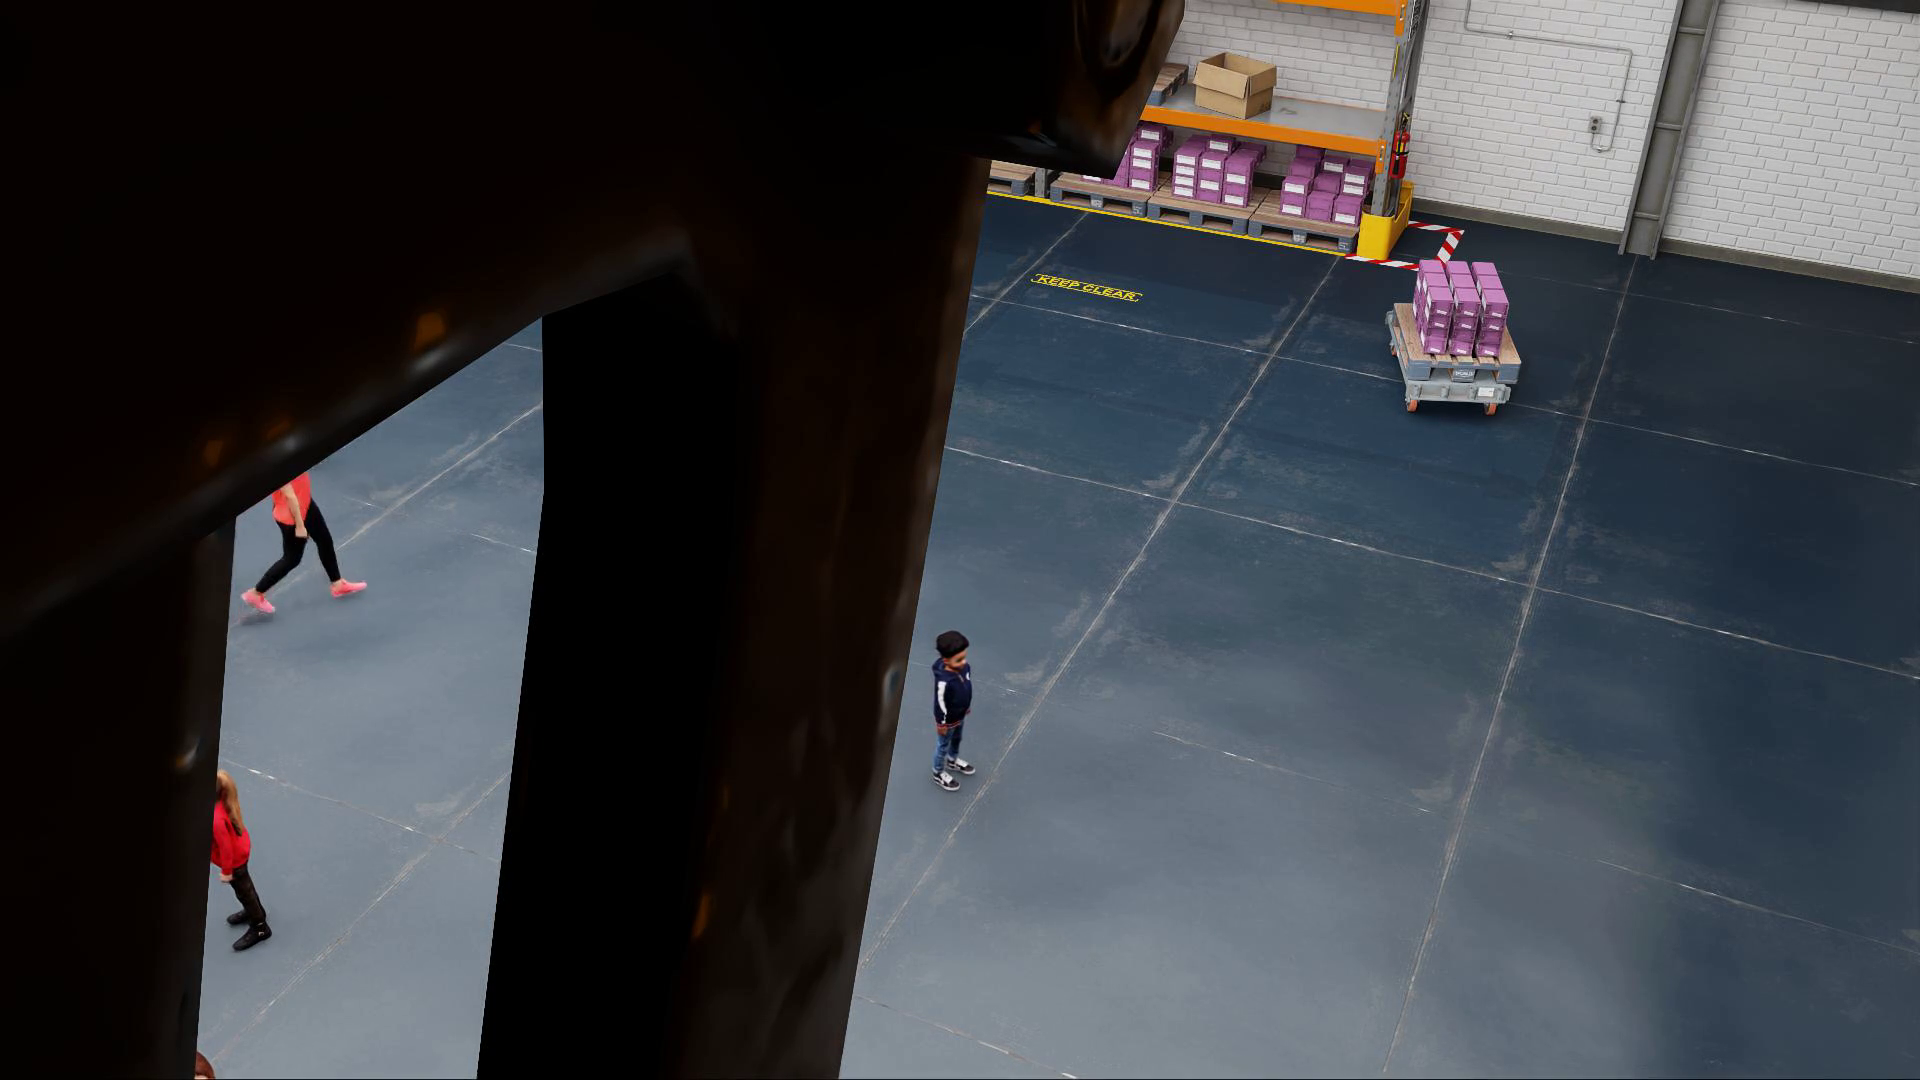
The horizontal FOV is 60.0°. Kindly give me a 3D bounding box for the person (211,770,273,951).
[{"bbox_3d":[-4.313,1.853,9.821,0.645,1.282,0.576,-15,36,-21],"label":"person"}]

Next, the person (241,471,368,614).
[{"bbox_3d":[-5.107,-0.157,12.503,1.153,1.660,1.080,-11,35,-16],"label":"person"}]

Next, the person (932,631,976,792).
[{"bbox_3d":[-0.058,1.108,10.997,0.510,1.221,0.539,21,39,28],"label":"person"}]
